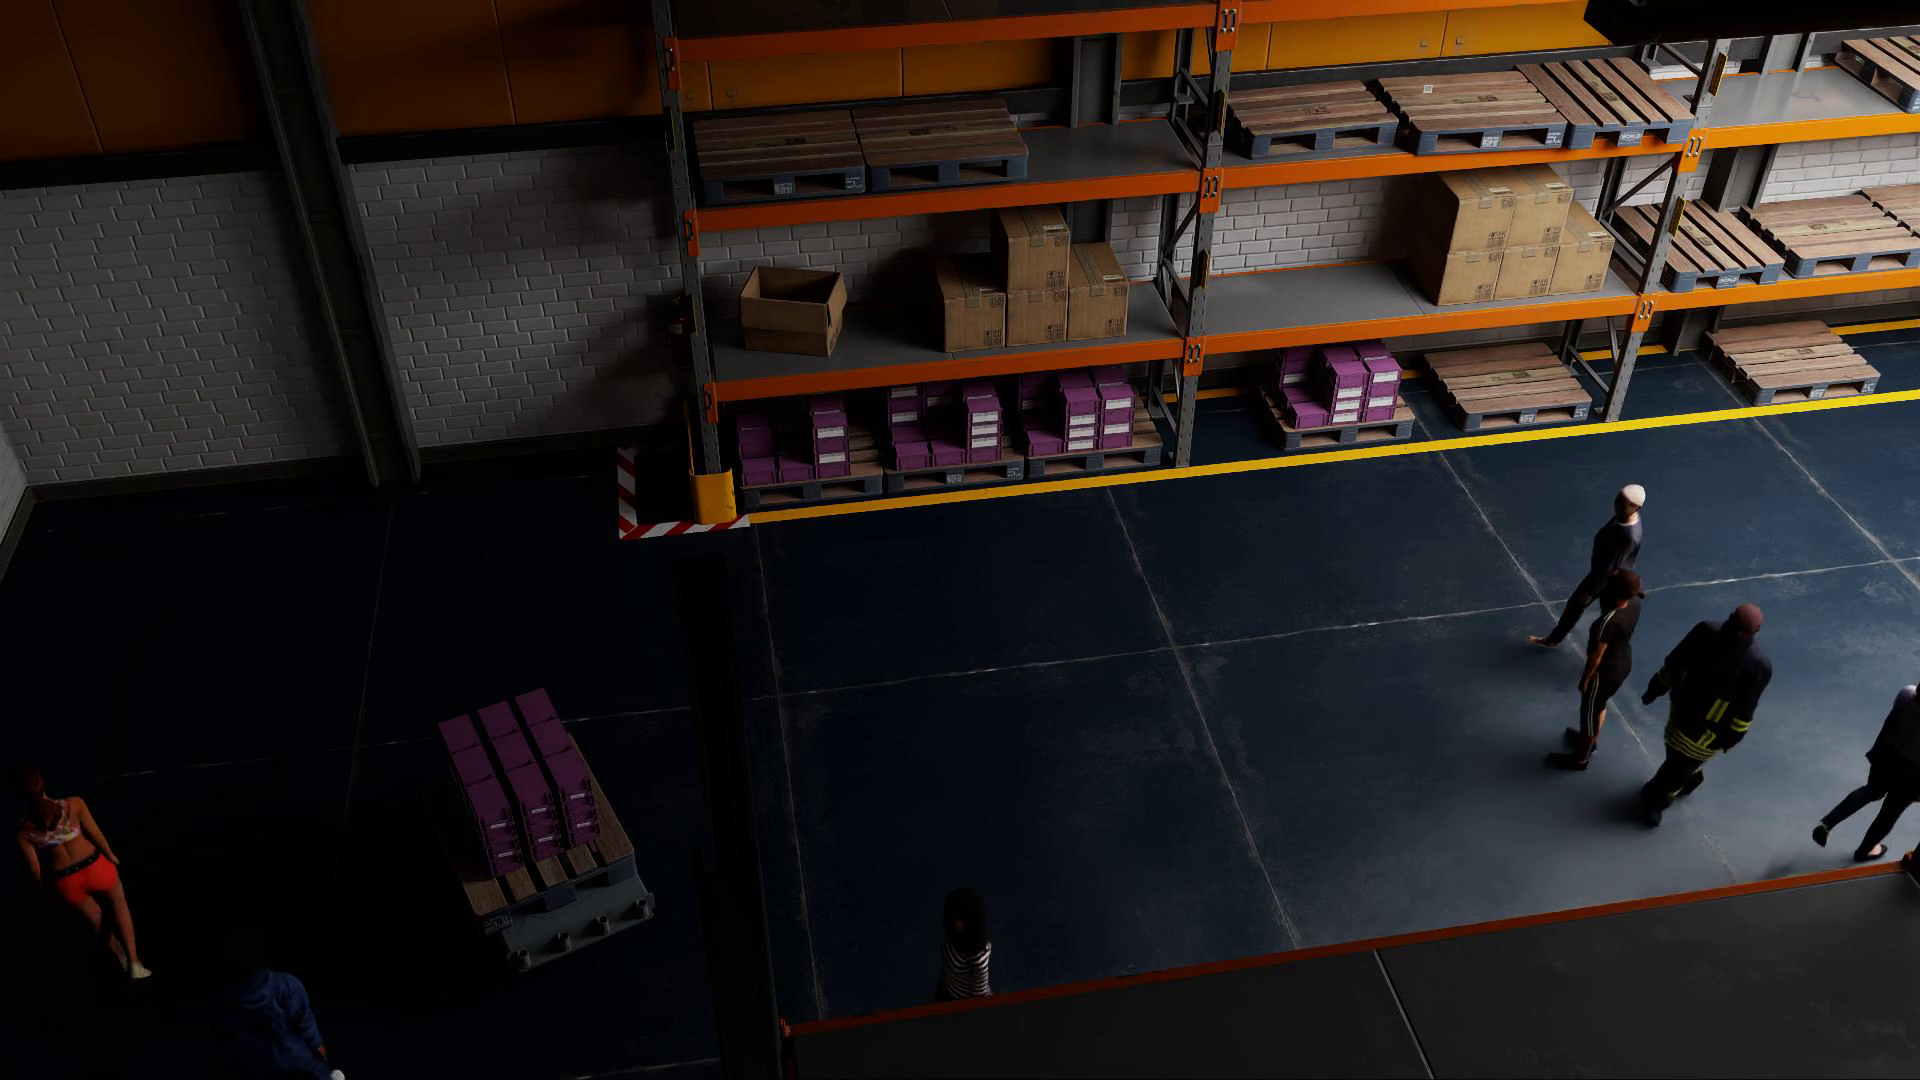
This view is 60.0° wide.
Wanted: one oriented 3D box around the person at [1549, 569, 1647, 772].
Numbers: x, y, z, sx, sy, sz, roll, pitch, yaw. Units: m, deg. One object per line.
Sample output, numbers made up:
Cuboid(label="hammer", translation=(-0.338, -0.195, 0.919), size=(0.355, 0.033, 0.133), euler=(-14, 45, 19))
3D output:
Cuboid(label="person", translation=(4.370, 0.872, 11.206), size=(0.756, 1.663, 0.657), euler=(30, 47, 32))

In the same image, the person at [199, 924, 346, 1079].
Cuboid(label="person", translation=(-3.617, 2.745, 8.756), size=(0.783, 1.793, 0.791), euler=(-10, 40, -12))

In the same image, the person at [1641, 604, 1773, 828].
Cuboid(label="person", translation=(4.903, 1.074, 10.848), size=(0.879, 1.794, 0.889), euler=(-11, 40, -14))

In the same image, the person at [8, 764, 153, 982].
Cuboid(label="person", translation=(-5.105, 2.000, 9.699), size=(0.868, 1.782, 0.863), euler=(-25, 45, -28))

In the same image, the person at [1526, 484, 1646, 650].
Cuboid(label="person", translation=(4.754, 0.296, 11.903), size=(1.024, 1.693, 0.819), euler=(6, 39, 7))

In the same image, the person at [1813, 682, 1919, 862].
Cuboid(label="person", translation=(5.849, 1.438, 10.457), size=(0.837, 1.713, 0.623), euler=(-10, 40, -13))

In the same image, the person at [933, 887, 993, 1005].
Cuboid(label="person", translation=(0.088, 2.505, 9.070), size=(0.970, 1.778, 0.760), euler=(-17, 42, -20))
